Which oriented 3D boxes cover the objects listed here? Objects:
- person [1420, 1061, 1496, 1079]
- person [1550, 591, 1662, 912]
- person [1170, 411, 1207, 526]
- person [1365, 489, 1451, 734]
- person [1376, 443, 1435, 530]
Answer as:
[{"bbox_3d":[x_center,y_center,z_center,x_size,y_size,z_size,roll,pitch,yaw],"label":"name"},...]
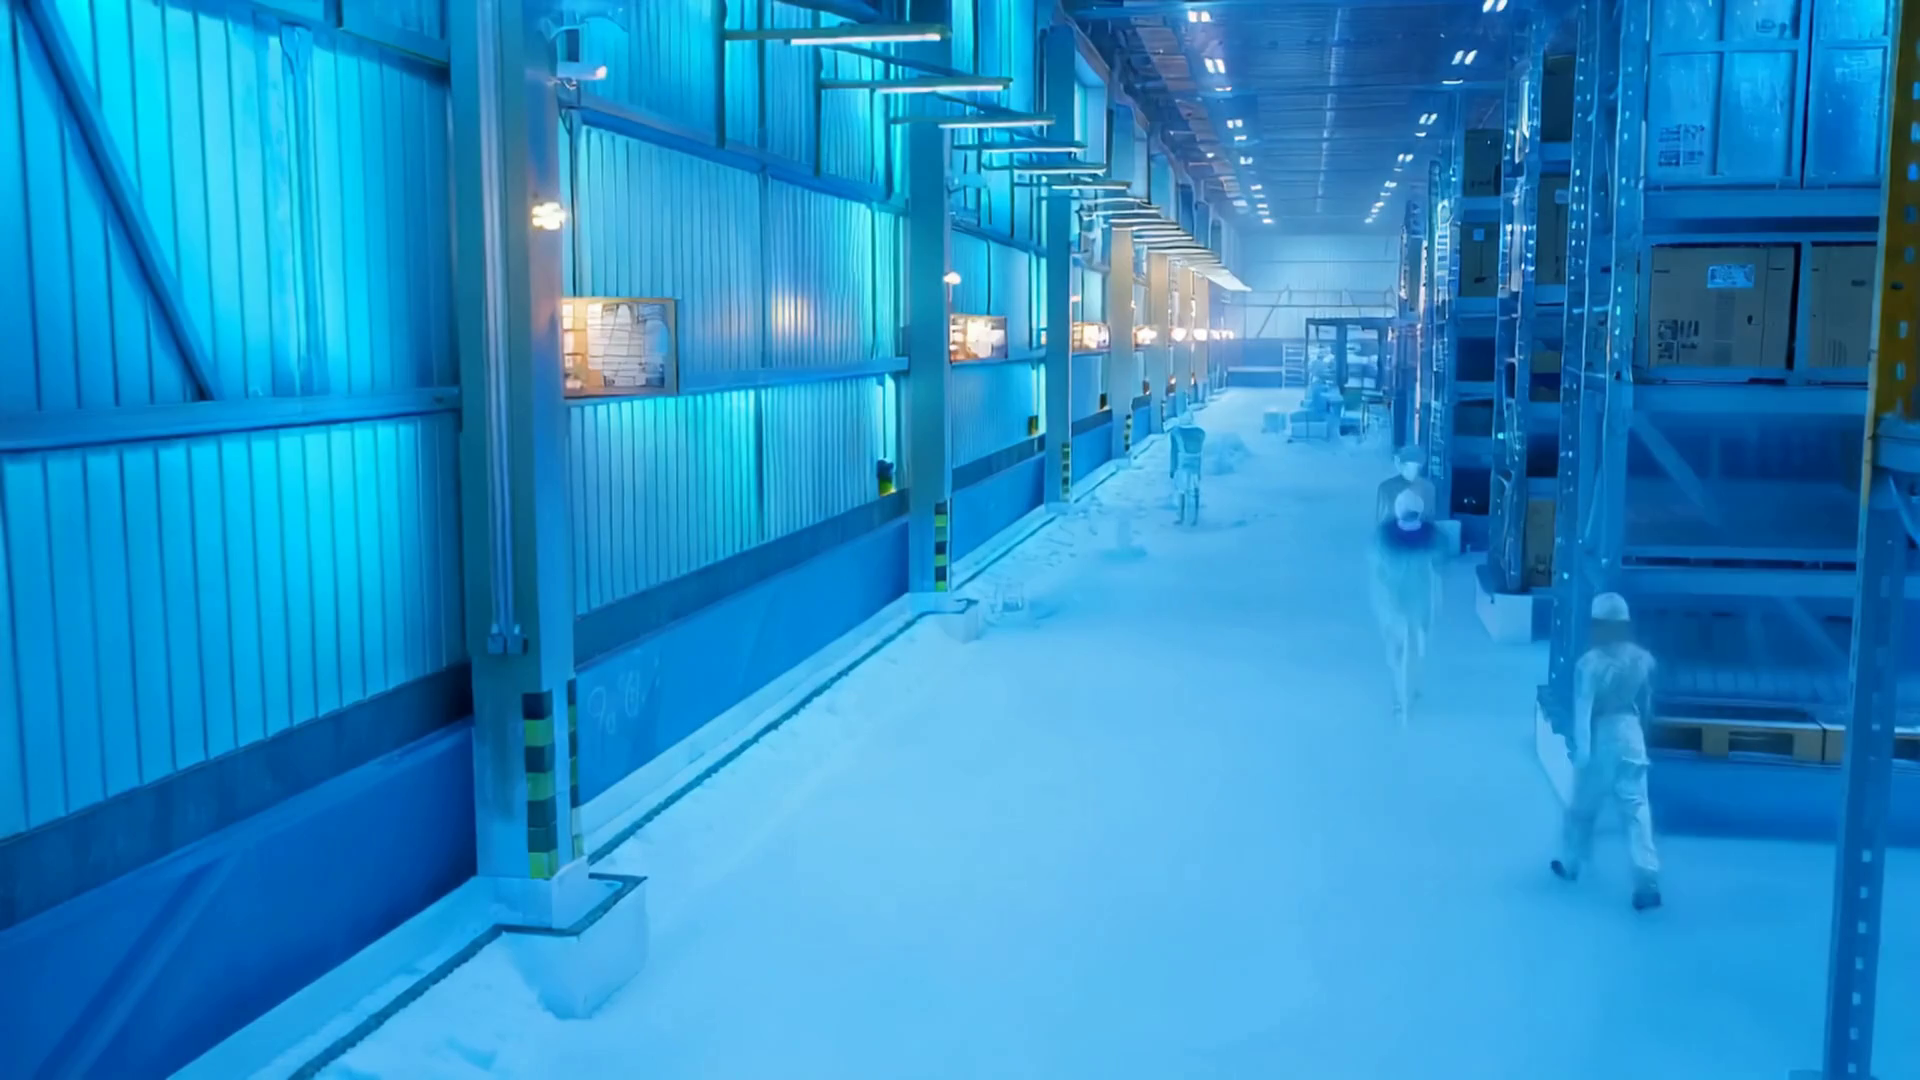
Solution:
[{"bbox_3d":[0.973,1.873,3.373,0.520,1.626,0.438,4,8,27],"label":"person"},{"bbox_3d":[3.560,1.128,9.049,0.487,1.699,0.902,0,7,-3],"label":"person"},{"bbox_3d":[3.634,-1.142,26.656,0.630,1.843,0.429,-3,8,-23],"label":"person"},{"bbox_3d":[3.535,0.529,13.143,0.645,1.887,1.057,1,7,10],"label":"person"},{"bbox_3d":[4.534,-0.003,16.951,0.634,1.976,0.435,0,7,1],"label":"person"}]
